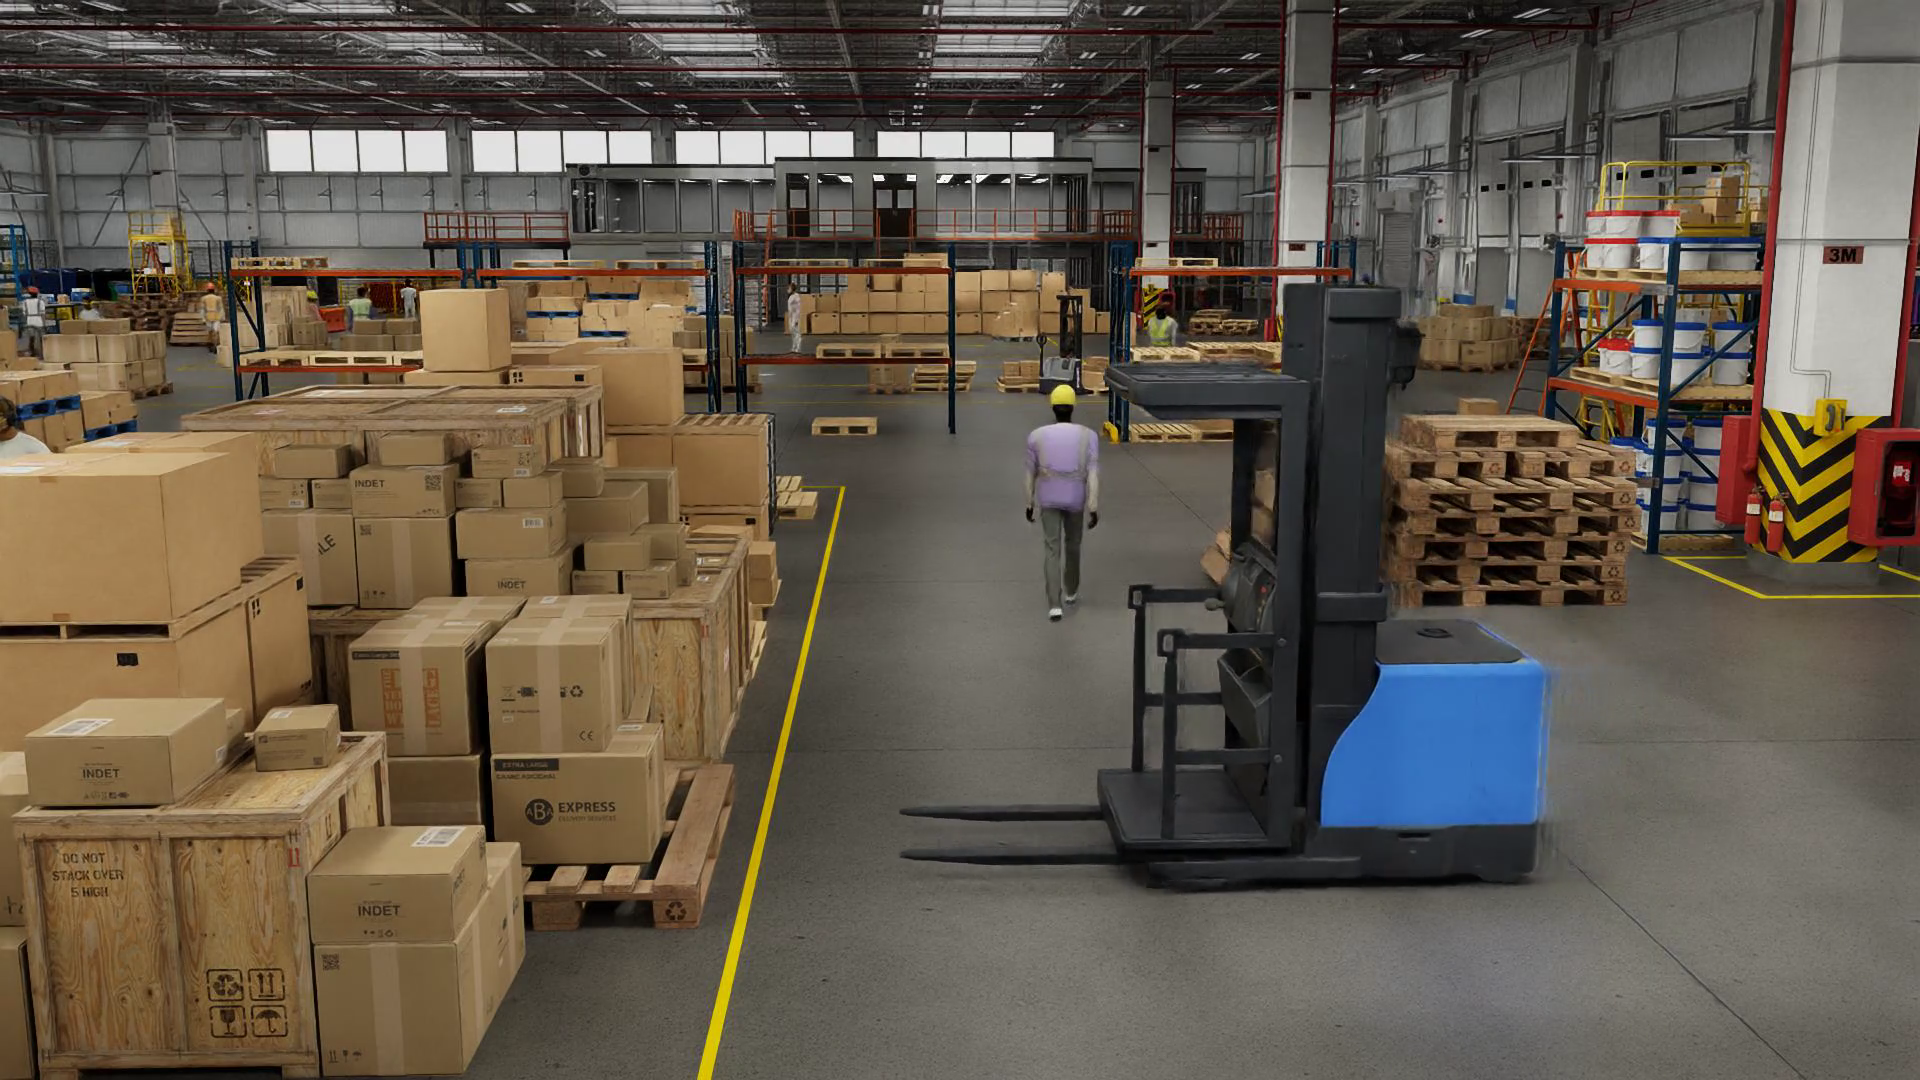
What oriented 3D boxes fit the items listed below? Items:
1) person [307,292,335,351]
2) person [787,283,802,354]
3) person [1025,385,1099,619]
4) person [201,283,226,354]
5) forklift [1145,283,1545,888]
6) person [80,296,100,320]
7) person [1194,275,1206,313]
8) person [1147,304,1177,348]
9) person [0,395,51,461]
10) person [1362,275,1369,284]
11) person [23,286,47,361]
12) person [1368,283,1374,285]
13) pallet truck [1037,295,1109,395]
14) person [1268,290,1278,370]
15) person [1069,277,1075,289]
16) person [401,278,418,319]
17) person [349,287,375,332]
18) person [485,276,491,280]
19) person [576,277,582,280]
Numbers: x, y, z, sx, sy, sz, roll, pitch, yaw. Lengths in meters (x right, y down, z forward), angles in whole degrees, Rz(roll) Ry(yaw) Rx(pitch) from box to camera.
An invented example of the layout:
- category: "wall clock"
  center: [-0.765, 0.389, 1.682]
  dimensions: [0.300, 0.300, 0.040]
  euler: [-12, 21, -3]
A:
- category: "person"
  center: [-17.281, -5.798, 44.590]
  dimensions: [0.957, 1.699, 0.523]
  euler: [-8, 13, -39]
- category: "person"
  center: [-4.415, -5.870, 44.305]
  dimensions: [0.371, 1.941, 0.627]
  euler: [-4, 11, -21]
- category: "person"
  center: [0.827, -0.327, 13.617]
  dimensions: [0.602, 1.869, 1.000]
  euler: [1, 10, 5]
- category: "person"
  center: [-20.269, -6.018, 45.210]
  dimensions: [0.555, 1.911, 0.743]
  euler: [-2, 10, -11]
- category: "forklift"
  center: [1.792, 0.162, 8.076]
  dimensions: [1.873, 2.768, 1.129]
  euler: [0, 10, -2]
- category: "person"
  center: [-19.527, -4.581, 37.417]
  dimensions: [0.520, 1.834, 0.950]
  euler: [3, 11, 16]
- category: "person"
  center: [10.282, -10.698, 71.093]
  dimensions: [0.527, 1.973, 0.639]
  euler: [-8, 13, -39]
- category: "person"
  center: [3.925, -3.735, 32.773]
  dimensions: [0.653, 1.803, 0.875]
  euler: [5, 11, 25]
- category: "person"
  center: [-6.854, -0.080, 12.051]
  dimensions: [0.628, 1.940, 0.378]
  euler: [1, 10, 7]
- category: "person"
  center: [13.782, -8.081, 56.713]
  dimensions: [0.912, 1.904, 0.607]
  euler: [10, 14, 44]
- category: "person"
  center: [-23.632, -5.533, 42.569]
  dimensions: [0.569, 1.882, 0.976]
  euler: [-1, 10, -6]
- category: "person"
  center: [12.111, -6.690, 49.178]
  dimensions: [0.651, 1.824, 0.659]
  euler: [4, 11, 23]
- category: "pallet truck"
  center: [2.483, -3.881, 33.060]
  dimensions: [1.885, 1.965, 0.823]
  euler: [-7, 13, -36]
- category: "person"
  center: [7.519, -4.936, 39.176]
  dimensions: [0.804, 1.919, 0.554]
  euler: [10, 14, 43]
- category: "person"
  center: [3.722, -7.929, 56.016]
  dimensions: [0.379, 1.858, 0.630]
  euler: [0, 10, -1]
- category: "person"
  center: [-17.482, -7.369, 52.835]
  dimensions: [0.513, 1.877, 0.328]
  euler: [-2, 10, -14]
- category: "person"
  center: [-15.077, -5.420, 41.915]
  dimensions: [0.714, 1.899, 0.449]
  euler: [-1, 10, -5]
- category: "person"
  center: [-15.351, -7.595, 53.921]
  dimensions: [0.611, 1.935, 0.762]
  euler: [7, 12, 35]
- category: "person"
  center: [-13.289, -8.327, 58.350]
  dimensions: [0.521, 1.823, 0.851]
  euler: [-7, 12, -35]
